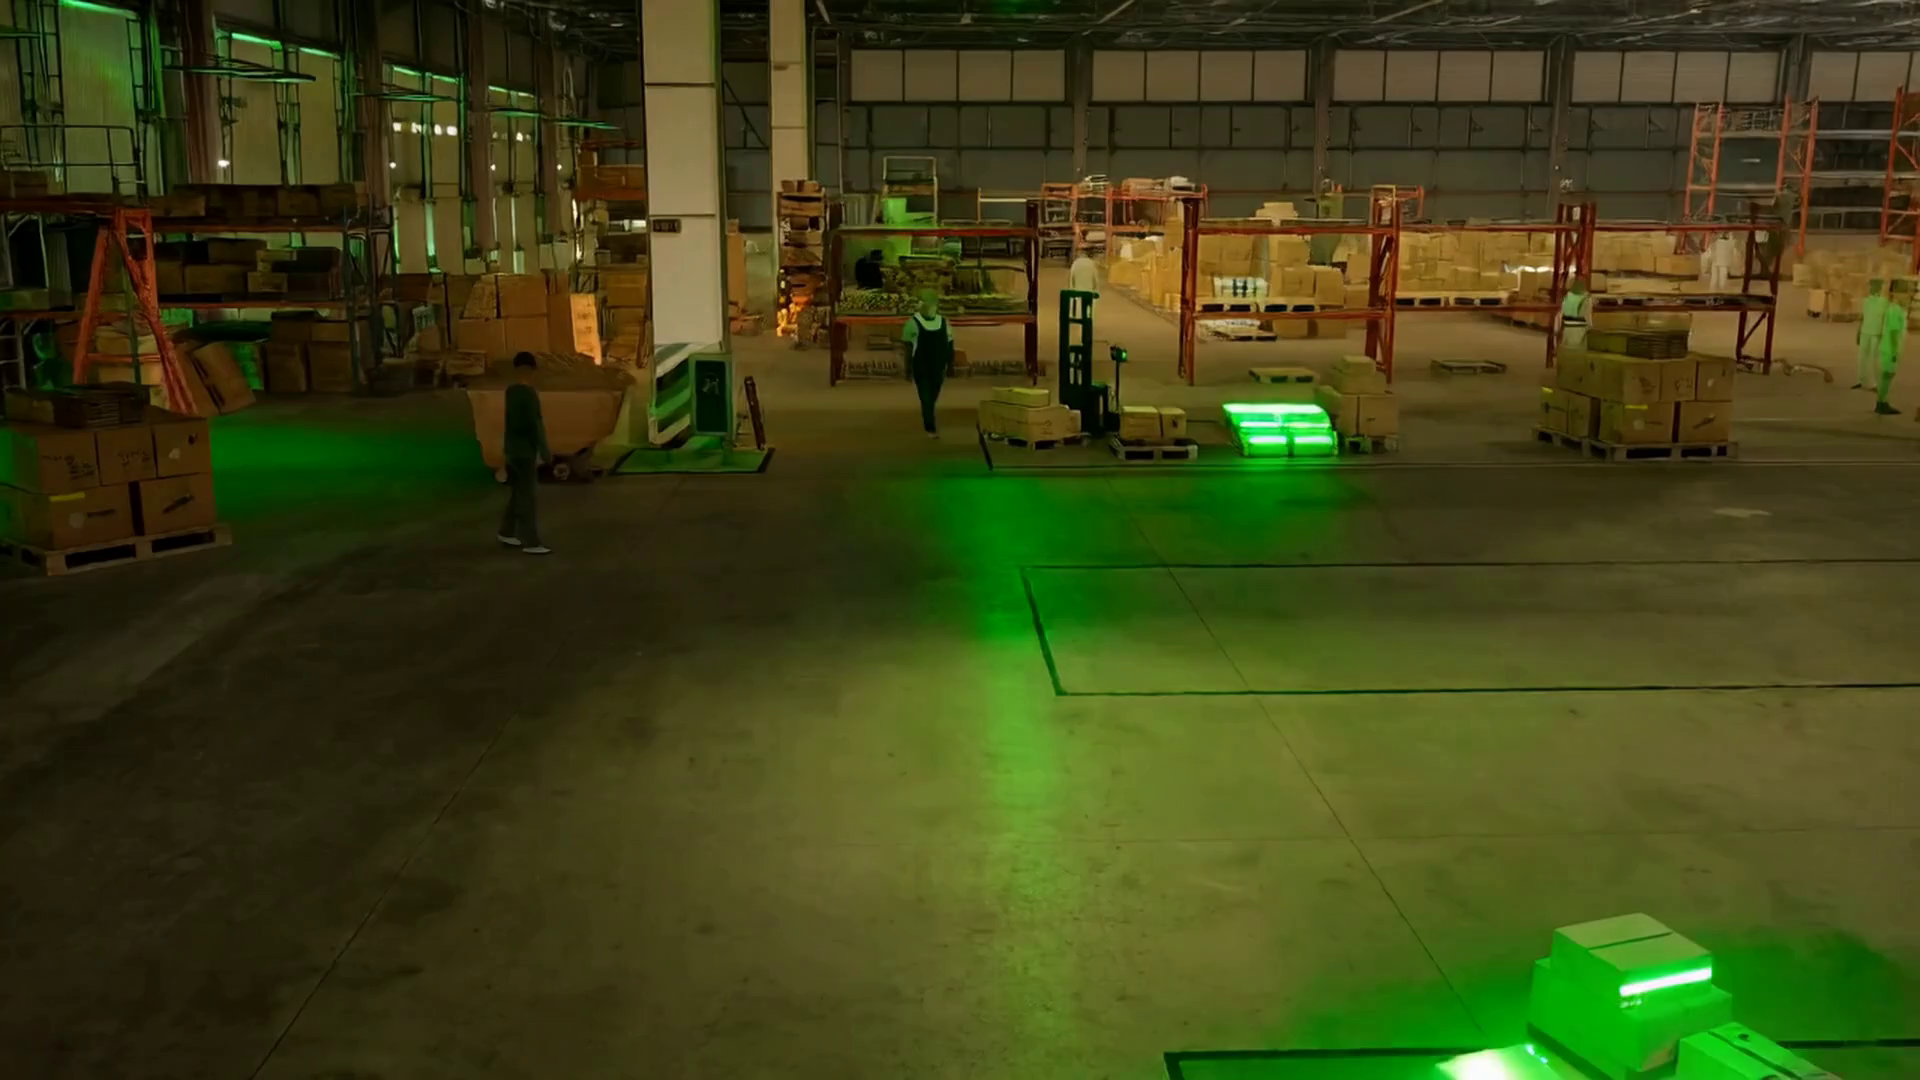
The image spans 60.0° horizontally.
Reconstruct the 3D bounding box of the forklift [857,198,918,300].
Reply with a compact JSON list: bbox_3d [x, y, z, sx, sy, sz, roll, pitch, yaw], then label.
[{"bbox_3d":[-1.871,-8.199,46.740,1.873,2.768,1.129,5,13,22],"label":"forklift"}]

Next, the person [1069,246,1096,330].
[{"bbox_3d":[2.788,-5.646,37.451,0.641,1.912,0.835,-4,13,-16],"label":"person"}]

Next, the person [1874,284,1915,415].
[{"bbox_3d":[13.844,-2.827,24.643,0.376,1.932,0.543,5,13,22],"label":"person"}]

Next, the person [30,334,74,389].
[{"bbox_3d":[-9.932,-1.355,18.286,0.972,1.821,0.517,6,14,25],"label":"person"}]

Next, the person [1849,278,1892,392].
[{"bbox_3d":[14.930,-3.358,27.221,0.318,1.858,0.527,-7,14,-29],"label":"person"}]

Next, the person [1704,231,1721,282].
[{"bbox_3d":[24.681,-9.400,54.353,0.554,1.921,0.723,0,12,0],"label":"person"}]

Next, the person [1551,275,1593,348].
[{"bbox_3d":[10.190,-3.485,27.768,0.578,1.864,0.582,-6,14,-24],"label":"person"}]

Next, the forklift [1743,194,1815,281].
[{"bbox_3d":[26.801,-9.844,54.167,1.873,2.768,1.129,10,16,38],"label":"forklift"}]

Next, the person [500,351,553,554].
[{"bbox_3d":[-4.086,-0.802,15.587,0.474,1.903,0.771,-7,14,-29],"label":"person"}]

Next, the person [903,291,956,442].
[{"bbox_3d":[-0.404,-2.387,22.409,0.692,2.000,1.008,-5,14,-23],"label":"person"}]

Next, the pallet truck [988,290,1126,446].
[{"bbox_3d":[1.257,-2.299,22.111,1.885,1.965,0.823,-9,15,-35],"label":"pallet truck"}]

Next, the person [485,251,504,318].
[{"bbox_3d":[-11.473,-6.268,40.873,0.523,1.632,0.313,10,16,39],"label":"person"}]

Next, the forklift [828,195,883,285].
[{"bbox_3d":[-3.230,-9.559,52.882,1.873,2.768,1.129,-7,14,-28],"label":"forklift"}]

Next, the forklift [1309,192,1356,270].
[{"bbox_3d":[13.277,-11.084,59.763,1.873,2.768,1.129,-4,13,-18],"label":"forklift"}]

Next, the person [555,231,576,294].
[{"bbox_3d":[-11.357,-7.906,47.730,0.594,1.880,0.983,3,13,12],"label":"person"}]

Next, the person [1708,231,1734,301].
[{"bbox_3d":[21.105,-7.596,46.164,0.636,1.938,0.364,8,15,33],"label":"person"}]

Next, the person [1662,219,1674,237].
[{"bbox_3d":[23.841,-9.869,56.317,0.618,1.998,0.388,-1,13,-5],"label":"person"}]

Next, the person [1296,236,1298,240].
[{"bbox_3d":[10.429,-9.113,53.040,0.627,1.925,0.428,1,13,6],"label":"person"}]
